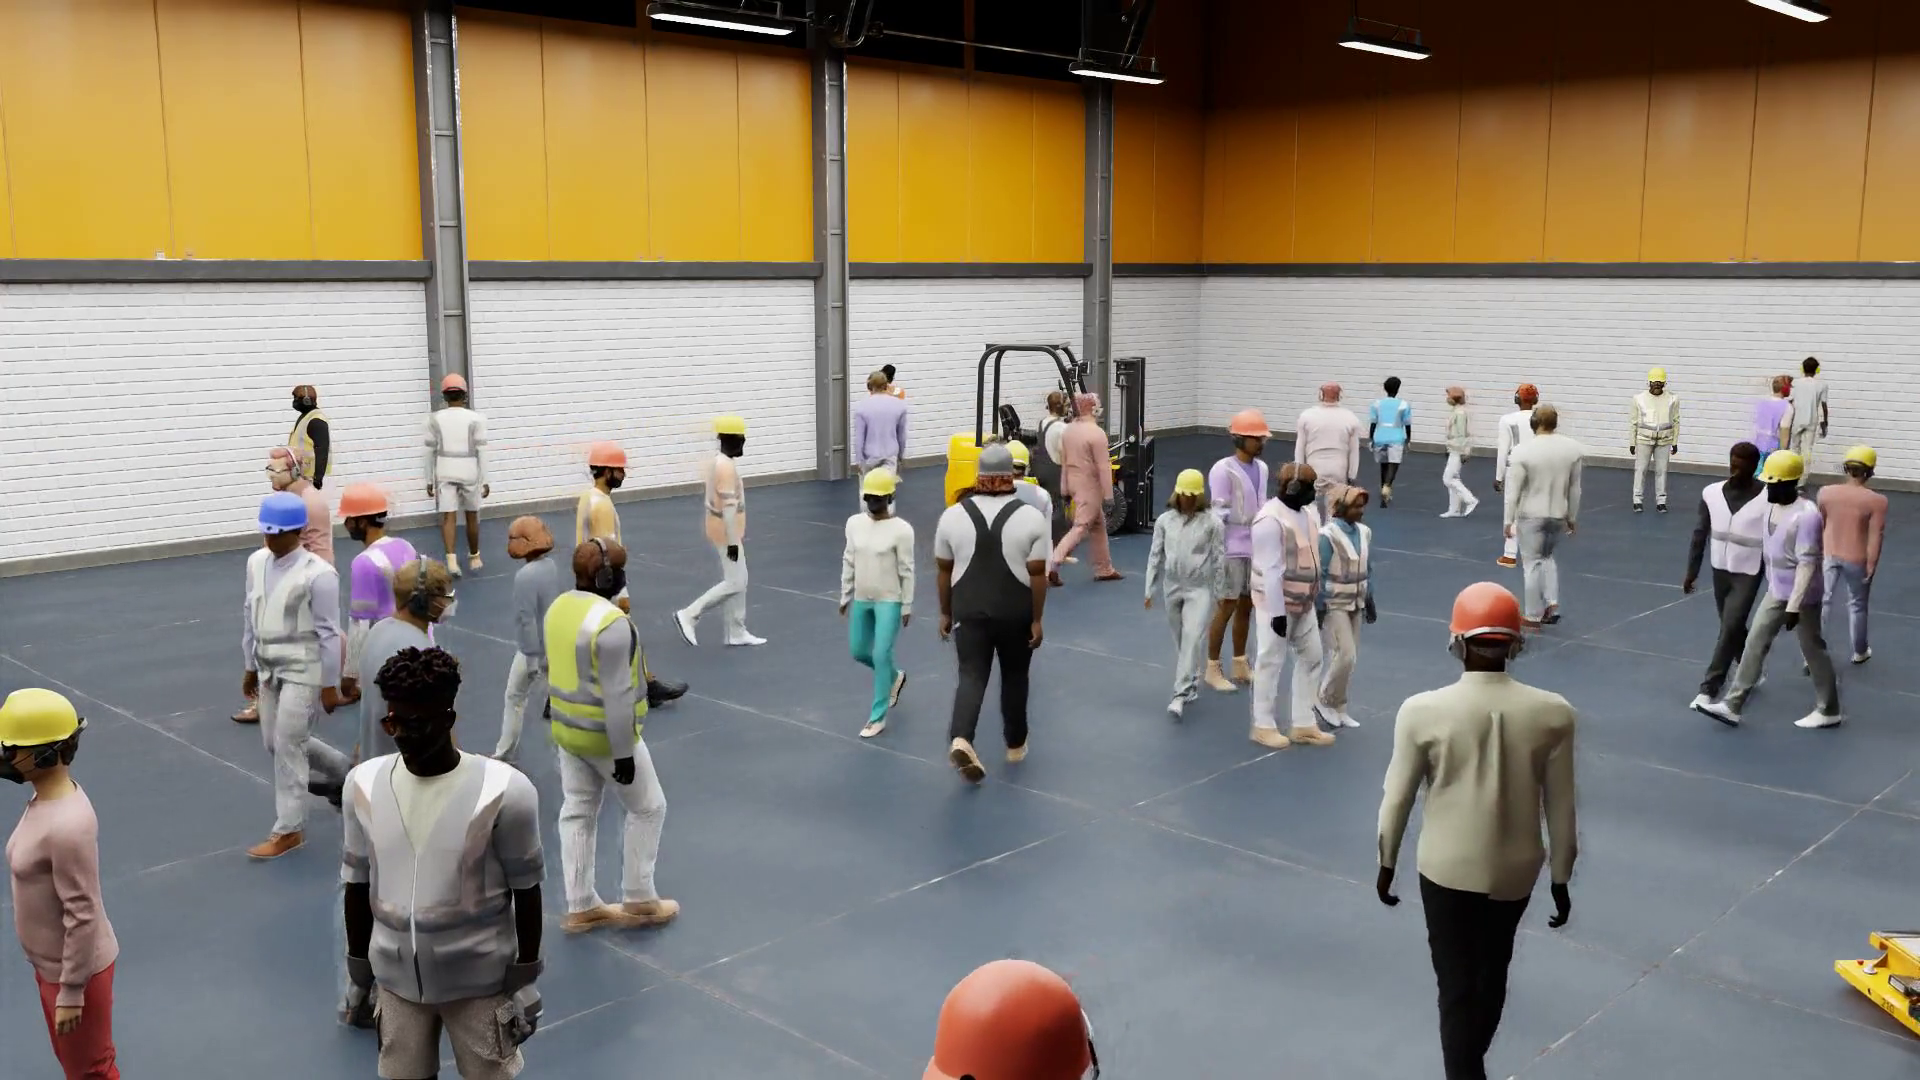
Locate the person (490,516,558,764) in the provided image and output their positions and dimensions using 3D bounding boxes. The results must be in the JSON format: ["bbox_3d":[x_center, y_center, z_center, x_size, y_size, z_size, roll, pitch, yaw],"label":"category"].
[{"bbox_3d":[-2.485,0.642,9.887,0.867,1.590,0.518,2,9,11],"label":"person"}]

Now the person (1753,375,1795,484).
[{"bbox_3d":[9.525,-1.045,19.545,0.920,1.808,0.580,-2,10,-13],"label":"person"}]

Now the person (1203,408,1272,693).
[{"bbox_3d":[2.039,0.072,11.978,0.611,2.044,0.390,-9,13,-44],"label":"person"}]

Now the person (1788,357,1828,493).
[{"bbox_3d":[11.596,-1.583,22.776,0.538,1.831,0.888,6,11,34],"label":"person"}]

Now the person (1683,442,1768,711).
[{"bbox_3d":[5.436,0.227,11.630,0.976,1.864,0.638,-6,11,-34],"label":"person"}]

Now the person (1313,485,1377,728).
[{"bbox_3d":[2.537,0.451,10.939,0.531,1.624,0.379,-8,12,-41],"label":"person"}]

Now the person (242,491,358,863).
[{"bbox_3d":[-3.430,0.669,8.703,0.616,1.920,0.744,6,11,32],"label":"person"}]

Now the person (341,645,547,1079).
[{"bbox_3d":[-1.526,1.264,4.898,0.612,1.963,0.361,1,9,7],"label":"person"}]

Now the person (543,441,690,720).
[{"bbox_3d":[-2.376,0.272,11.243,1.022,1.875,0.575,-3,10,-18],"label":"person"}]

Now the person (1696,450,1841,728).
[{"bbox_3d":[5.379,0.338,10.876,1.000,1.860,0.598,-1,9,-6],"label":"person"}]

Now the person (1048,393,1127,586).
[{"bbox_3d":[1.176,-0.480,15.964,0.977,1.861,0.635,-4,10,-22],"label":"person"}]

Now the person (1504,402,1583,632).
[{"bbox_3d":[4.841,-0.188,13.911,0.652,1.928,0.435,-2,10,-13],"label":"person"}]

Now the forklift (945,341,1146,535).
[{"bbox_3d":[0.977,-1.223,19.452,2.313,2.155,1.214,2,9,11],"label":"forklift"}]

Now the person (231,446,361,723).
[{"bbox_3d":[-4.466,0.278,11.306,0.982,1.866,0.658,-6,11,-35],"label":"person"}]

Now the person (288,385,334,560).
[{"bbox_3d":[-6.742,-0.691,17.270,0.429,1.841,0.633,-6,11,-33],"label":"person"}]

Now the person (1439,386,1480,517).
[{"bbox_3d":[6.034,-1.054,20.160,0.396,1.624,0.537,2,9,11],"label":"person"}]

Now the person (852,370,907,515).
[{"bbox_3d":[-0.922,-0.933,18.541,0.644,1.915,0.782,-2,10,-15],"label":"person"}]

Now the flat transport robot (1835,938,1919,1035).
[{"bbox_3d":[4.448,1.805,6.769,1.431,0.197,0.652,0,9,-1],"label":"flat transport robot"}]

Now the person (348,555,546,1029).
[{"bbox_3d":[-2.120,0.991,6.781,0.931,1.890,0.617,-8,12,-41],"label":"person"}]

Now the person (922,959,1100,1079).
[{"bbox_3d":[0.109,1.626,2.803,0.609,1.941,1.045,6,11,31],"label":"person"}]

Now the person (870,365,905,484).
[{"bbox_3d":[-1.019,-1.633,23.518,0.530,1.691,0.321,3,10,16],"label":"person"}]

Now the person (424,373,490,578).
[{"bbox_3d":[-4.955,-0.636,16.417,0.624,2.015,0.858,-1,9,-8],"label":"person"}]

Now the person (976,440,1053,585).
[{"bbox_3d":[0.380,0.176,12.085,0.595,1.803,0.805,-2,10,-14],"label":"person"}]

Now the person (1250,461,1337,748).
[{"bbox_3d":[2.095,0.421,10.519,0.544,1.822,0.698,8,12,39],"label":"person"}]

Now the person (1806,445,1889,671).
[{"bbox_3d":[6.693,0.142,12.572,0.532,1.715,0.942,8,12,42],"label":"person"}]

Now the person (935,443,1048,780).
[{"bbox_3d":[0.177,0.402,9.962,0.690,2.000,0.907,2,9,11],"label":"person"}]

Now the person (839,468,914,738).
[{"bbox_3d":[-0.510,0.383,10.936,0.538,1.749,0.618,6,11,31],"label":"person"}]

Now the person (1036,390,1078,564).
[{"bbox_3d":[0.881,-0.611,16.865,0.701,1.821,0.545,-5,10,-27],"label":"person"}]

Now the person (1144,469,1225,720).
[{"bbox_3d":[1.503,0.359,11.292,0.520,1.681,0.925,4,10,25],"label":"person"}]

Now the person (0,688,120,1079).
[{"bbox_3d":[-2.791,1.321,5.165,0.312,1.768,0.522,-7,12,-36],"label":"person"}]

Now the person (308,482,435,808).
[{"bbox_3d":[-3.194,0.618,9.129,1.025,1.873,0.559,1,9,4],"label":"person"}]

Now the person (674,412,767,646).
[{"bbox_3d":[-1.907,-0.063,13.227,0.642,1.905,0.602,-1,9,-8],"label":"person"}]

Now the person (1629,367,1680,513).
[{"bbox_3d":[8.642,-1.243,20.720,0.591,1.825,0.403,2,9,11],"label":"person"}]

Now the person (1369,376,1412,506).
[{"bbox_3d":[5.503,-1.269,21.354,0.538,1.669,0.773,5,10,28],"label":"person"}]

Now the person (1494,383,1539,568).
[{"bbox_3d":[5.730,-0.656,16.924,0.585,1.882,0.340,-1,9,-6],"label":"person"}]

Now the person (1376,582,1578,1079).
[{"bbox_3d":[1.776,1.104,5.881,0.647,1.960,0.905,0,9,-1],"label":"person"}]

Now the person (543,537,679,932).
[{"bbox_3d":[-1.565,0.885,7.644,0.634,1.825,0.653,-9,13,-42],"label":"person"}]

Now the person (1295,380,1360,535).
[{"bbox_3d":[3.792,-0.708,17.205,0.670,1.893,0.487,1,9,4],"label":"person"}]
